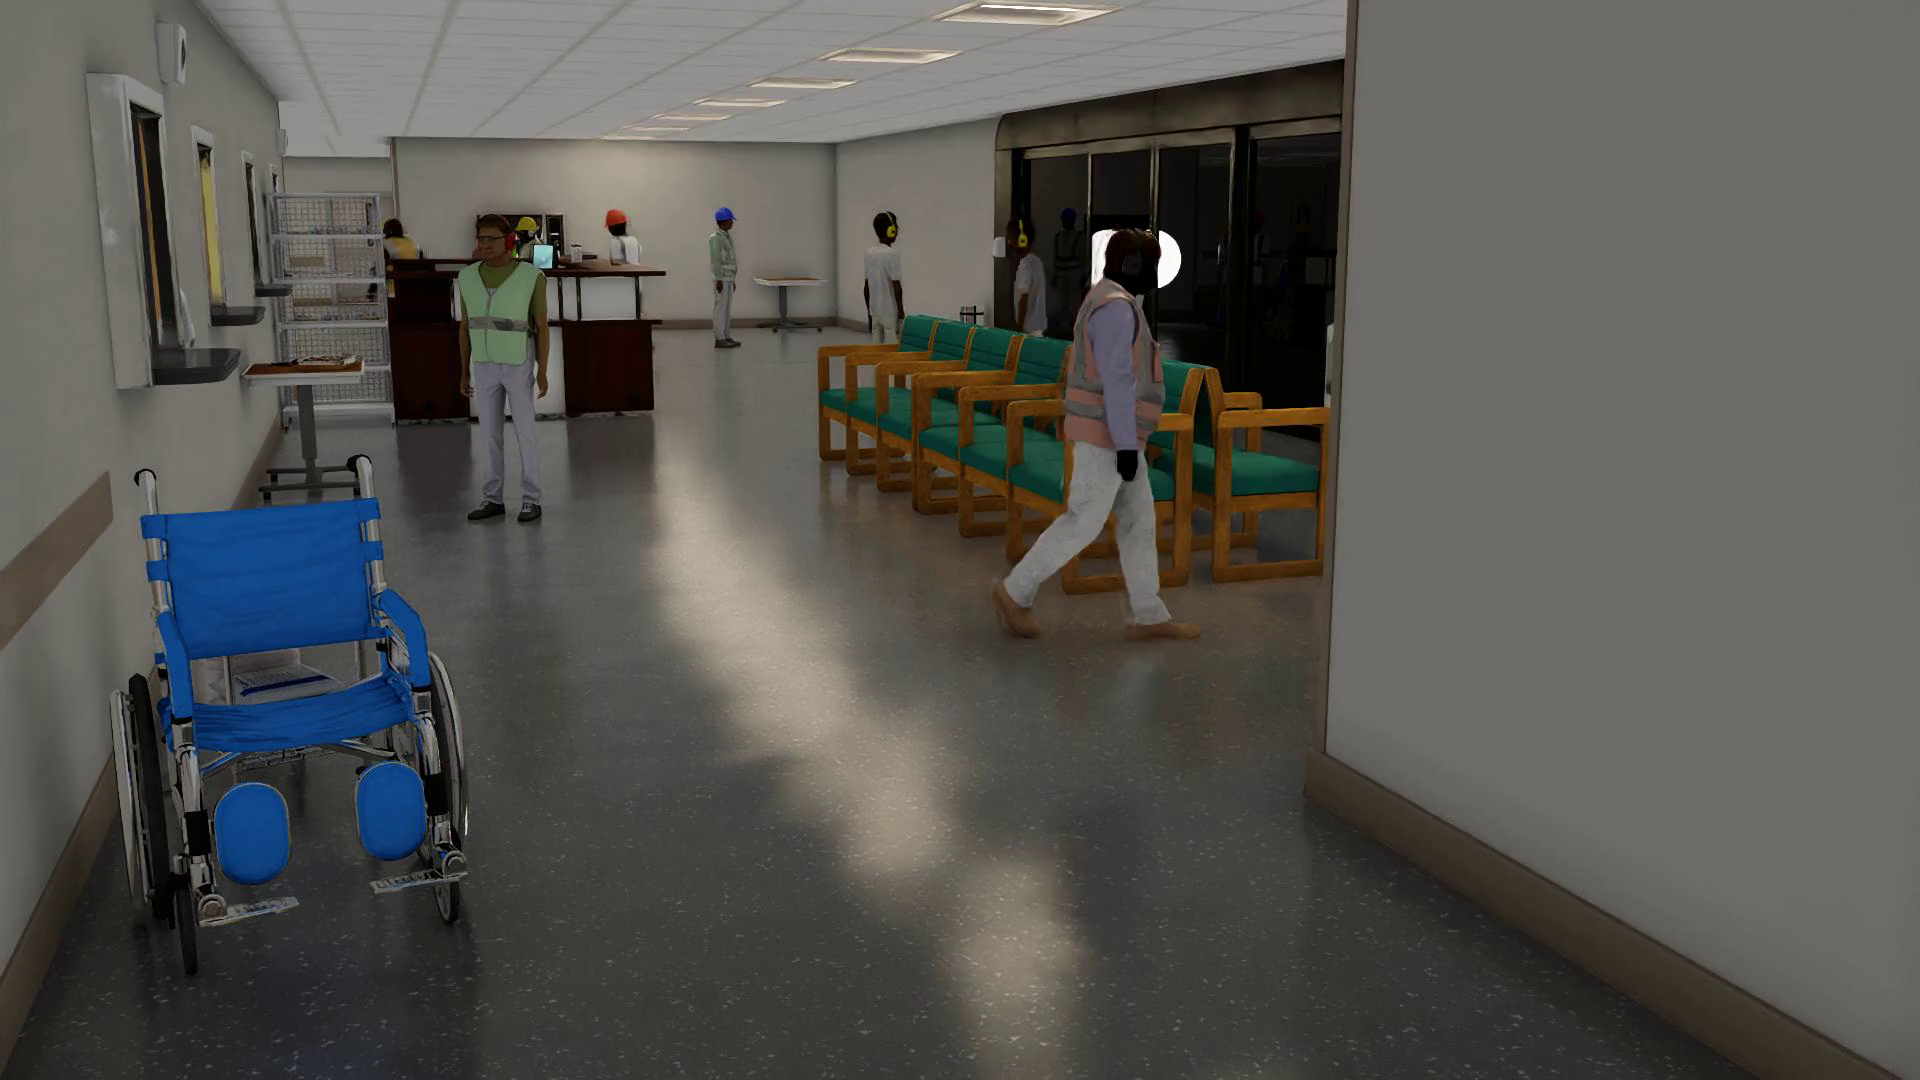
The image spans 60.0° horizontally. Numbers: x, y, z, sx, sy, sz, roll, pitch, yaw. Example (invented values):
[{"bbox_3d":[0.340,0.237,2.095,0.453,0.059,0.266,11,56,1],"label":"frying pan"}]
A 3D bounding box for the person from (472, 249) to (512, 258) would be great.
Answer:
[{"bbox_3d":[-5.927,-3.145,21.123,0.522,1.758,0.349,0,11,1],"label":"person"}]

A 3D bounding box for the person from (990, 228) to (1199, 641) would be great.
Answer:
[{"bbox_3d":[0.574,-0.439,7.169,0.884,1.797,0.683,1,11,5],"label":"person"}]

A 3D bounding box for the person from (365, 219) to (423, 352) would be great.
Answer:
[{"bbox_3d":[-7.110,-3.130,20.945,0.964,1.782,0.651,7,13,30],"label":"person"}]

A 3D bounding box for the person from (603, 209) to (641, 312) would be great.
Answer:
[{"bbox_3d":[-4.100,-3.100,20.486,0.463,1.914,0.585,6,13,30],"label":"person"}]

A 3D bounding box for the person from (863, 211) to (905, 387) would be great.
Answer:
[{"bbox_3d":[-0.650,-1.998,14.929,0.329,1.874,0.507,-10,15,-41],"label":"person"}]

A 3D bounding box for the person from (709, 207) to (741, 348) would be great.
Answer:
[{"bbox_3d":[-3.292,-3.662,23.277,0.406,1.943,0.619,2,11,10],"label":"person"}]

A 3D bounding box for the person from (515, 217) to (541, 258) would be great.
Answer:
[{"bbox_3d":[-5.672,-3.349,22.007,0.403,1.827,0.591,-5,12,-22],"label":"person"}]

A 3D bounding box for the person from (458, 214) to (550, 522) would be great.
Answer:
[{"bbox_3d":[-2.747,-1.034,10.057,0.575,1.841,0.374,2,11,12],"label":"person"}]
